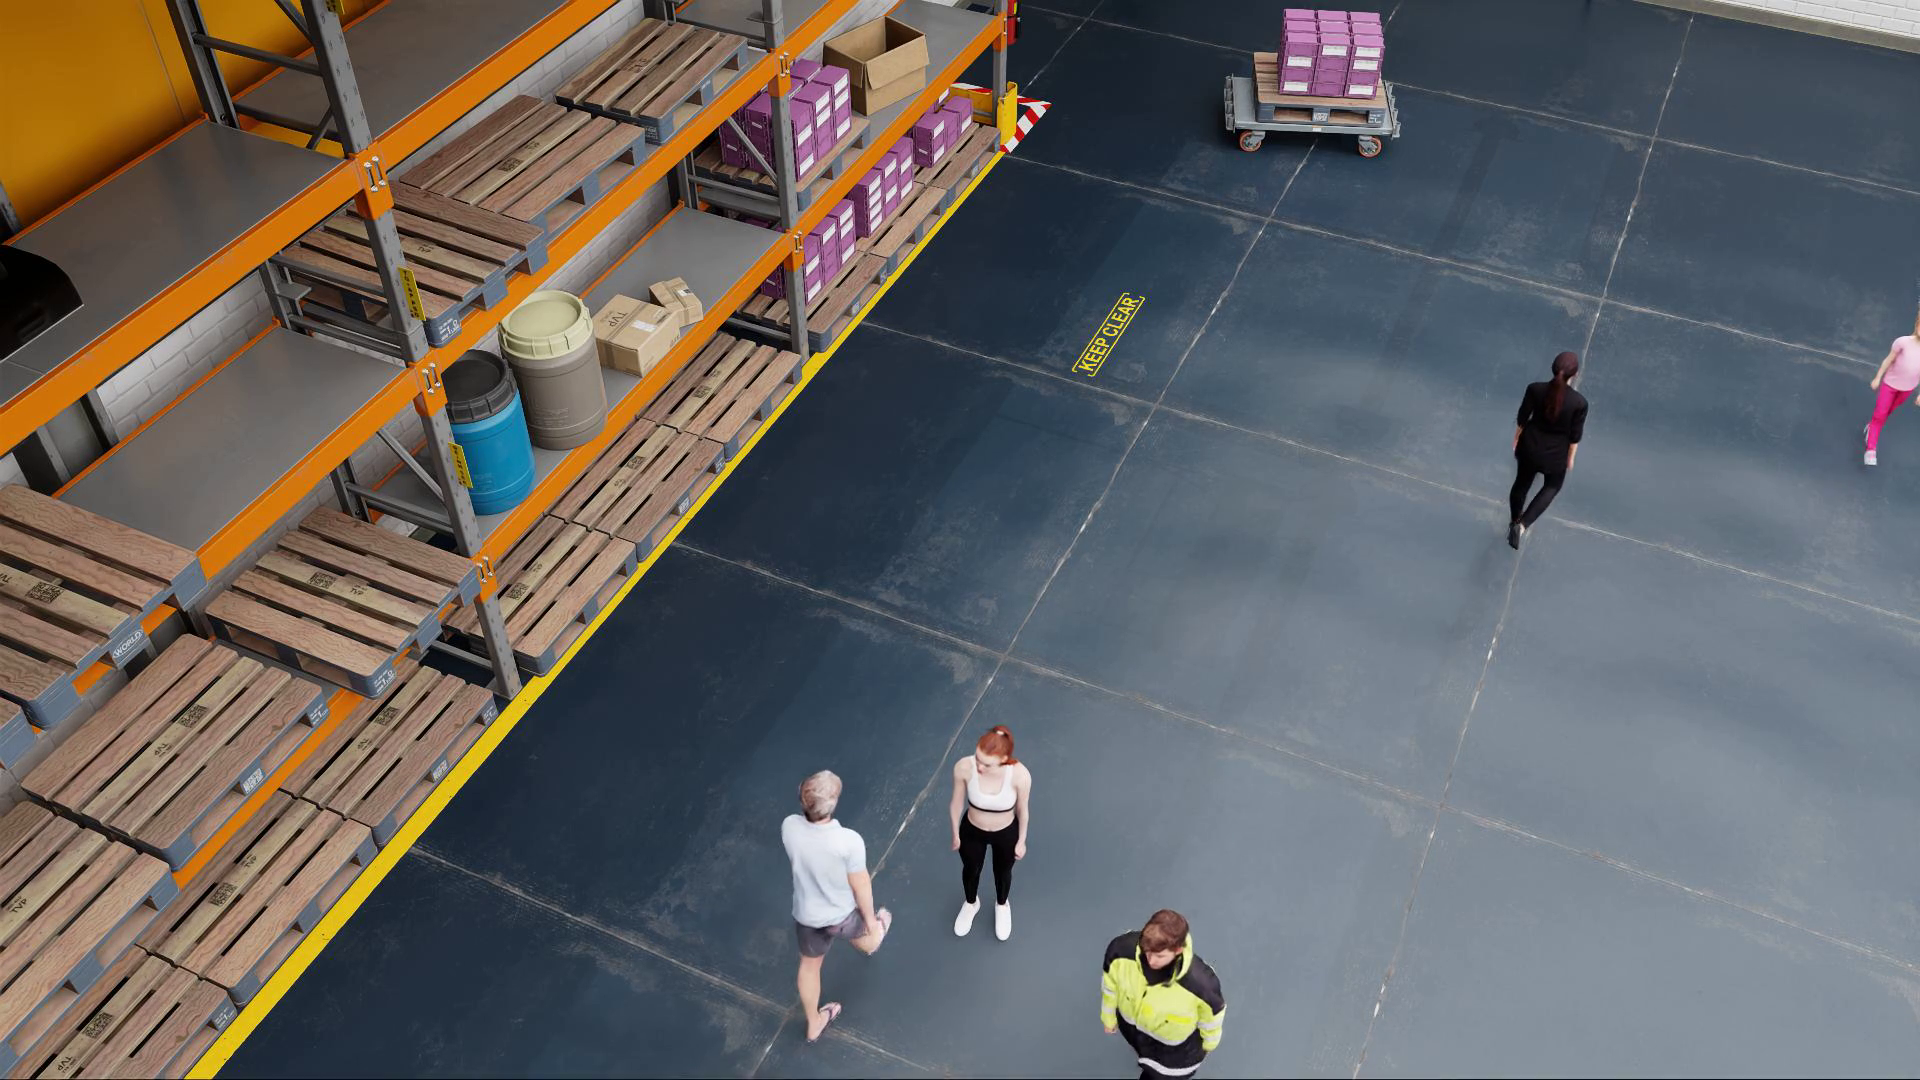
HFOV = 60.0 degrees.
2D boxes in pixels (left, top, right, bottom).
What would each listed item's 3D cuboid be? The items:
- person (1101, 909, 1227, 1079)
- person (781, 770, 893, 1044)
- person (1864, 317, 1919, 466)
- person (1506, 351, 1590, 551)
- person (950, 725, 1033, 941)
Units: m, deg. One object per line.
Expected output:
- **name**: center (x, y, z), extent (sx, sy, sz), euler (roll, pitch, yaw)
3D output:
- **person**: center (1.056, 2.351, 8.340), extent (0.888, 1.930, 1.252), euler (24, 48, 23)
- **person**: center (-0.744, 2.025, 8.788), extent (0.783, 1.783, 1.130), euler (16, 46, 16)
- **person**: center (7.100, -1.223, 12.583), extent (0.604, 1.251, 0.860), euler (10, 44, 10)
- **person**: center (4.035, -0.571, 11.611), extent (0.711, 1.648, 0.839), euler (29, 51, 27)
- **person**: center (0.169, 1.619, 9.244), extent (0.634, 1.742, 0.597), euler (6, 44, 6)
